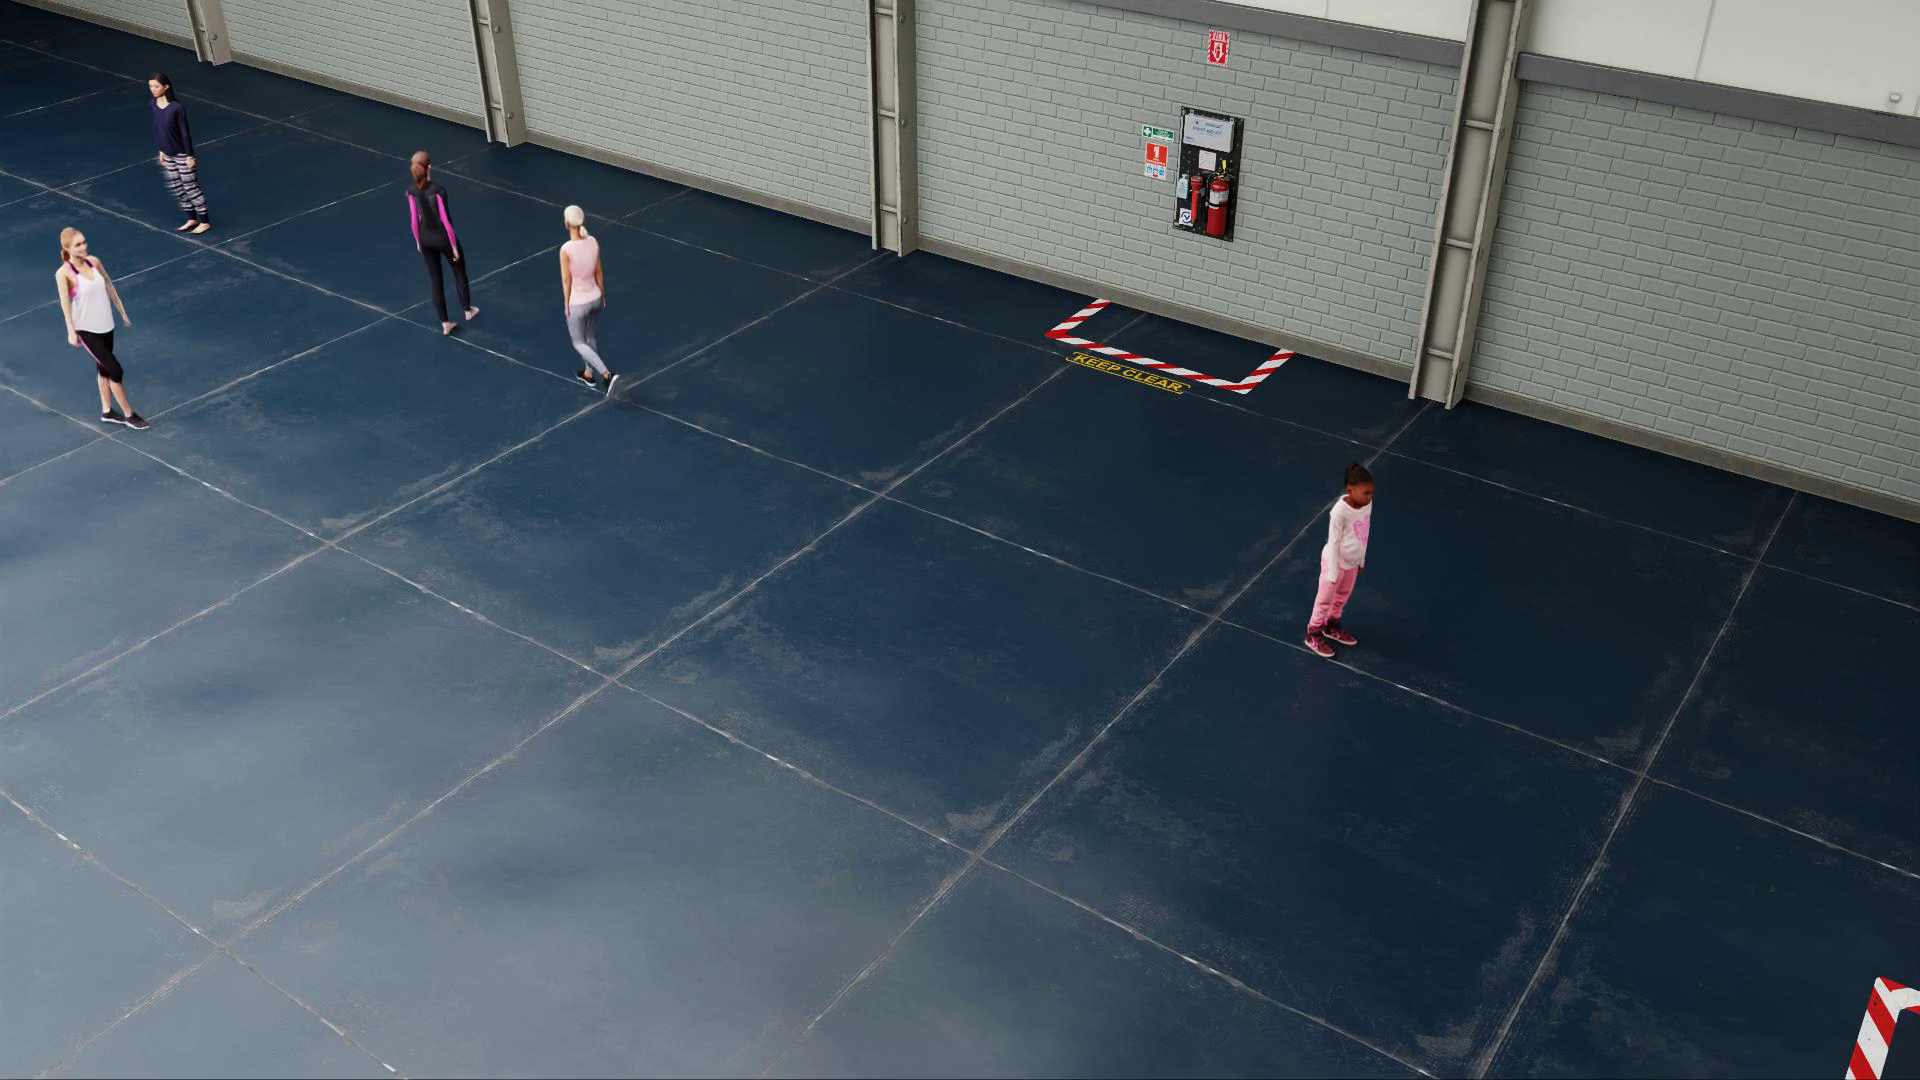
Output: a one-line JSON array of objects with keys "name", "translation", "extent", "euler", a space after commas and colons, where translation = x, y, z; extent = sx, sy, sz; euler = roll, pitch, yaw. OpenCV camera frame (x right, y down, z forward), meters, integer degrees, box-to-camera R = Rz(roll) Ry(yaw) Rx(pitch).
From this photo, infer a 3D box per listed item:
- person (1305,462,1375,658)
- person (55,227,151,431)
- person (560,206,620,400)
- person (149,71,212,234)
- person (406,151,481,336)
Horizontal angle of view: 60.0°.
[{"name": "person", "translation": [2.571, 0.112, 11.222], "extent": [0.581, 1.448, 0.580], "euler": [-23, 39, -31]}, {"name": "person", "translation": [-7.299, -1.773, 13.907], "extent": [0.862, 1.772, 0.753], "euler": [11, 34, 17]}, {"name": "person", "translation": [-3.214, -2.031, 14.376], "extent": [0.994, 1.707, 0.646], "euler": [28, 41, 36]}, {"name": "person", "translation": [-8.318, -4.139, 17.696], "extent": [0.521, 1.731, 0.700], "euler": [12, 34, 19]}, {"name": "person", "translation": [-4.882, -2.723, 15.446], "extent": [0.840, 1.736, 0.862], "euler": [3, 32, 4]}]
